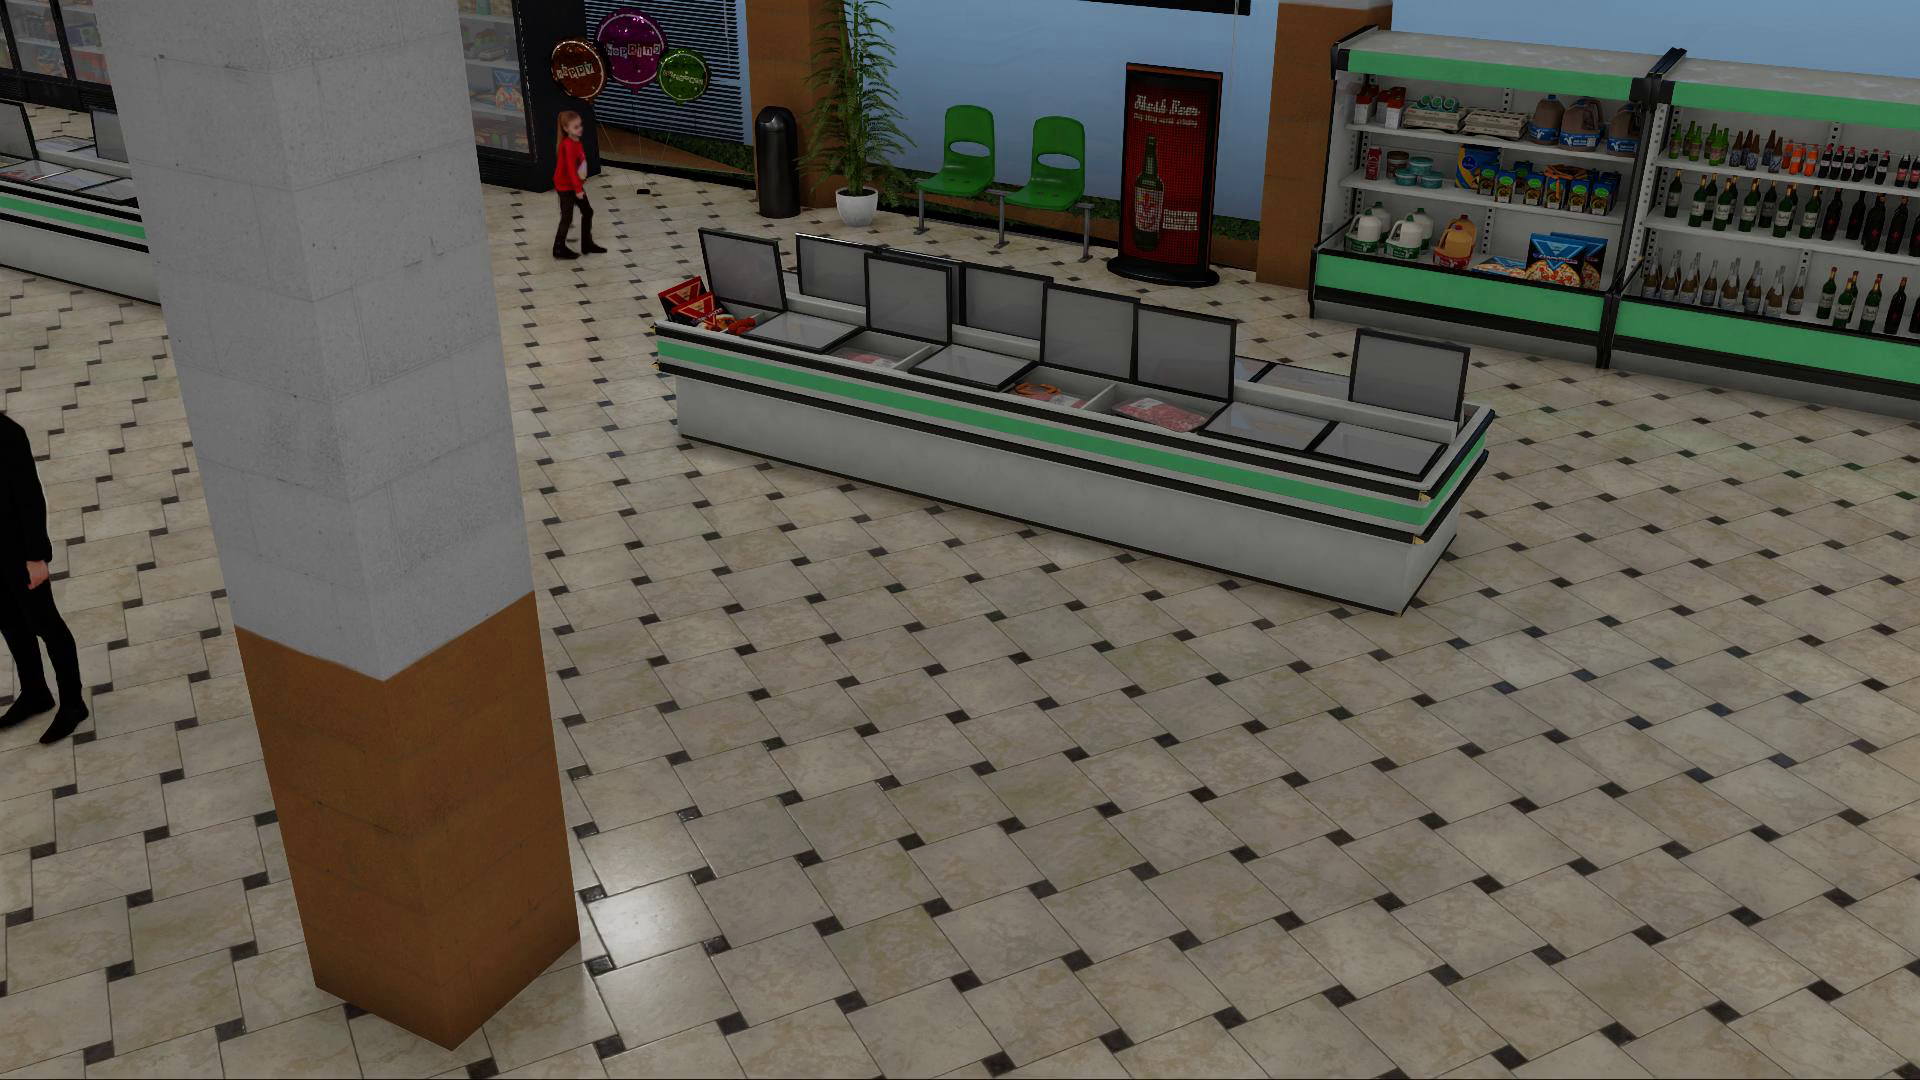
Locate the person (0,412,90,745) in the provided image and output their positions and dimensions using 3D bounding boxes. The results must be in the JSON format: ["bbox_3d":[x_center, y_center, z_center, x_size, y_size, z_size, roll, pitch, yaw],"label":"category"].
[{"bbox_3d":[-4.294,0.004,7.460,0.609,1.894,0.793,9,28,17],"label":"person"}]

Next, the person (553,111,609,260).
[{"bbox_3d":[-3.334,-2.995,14.074,0.761,1.259,0.644,-1,27,-1],"label":"person"}]
